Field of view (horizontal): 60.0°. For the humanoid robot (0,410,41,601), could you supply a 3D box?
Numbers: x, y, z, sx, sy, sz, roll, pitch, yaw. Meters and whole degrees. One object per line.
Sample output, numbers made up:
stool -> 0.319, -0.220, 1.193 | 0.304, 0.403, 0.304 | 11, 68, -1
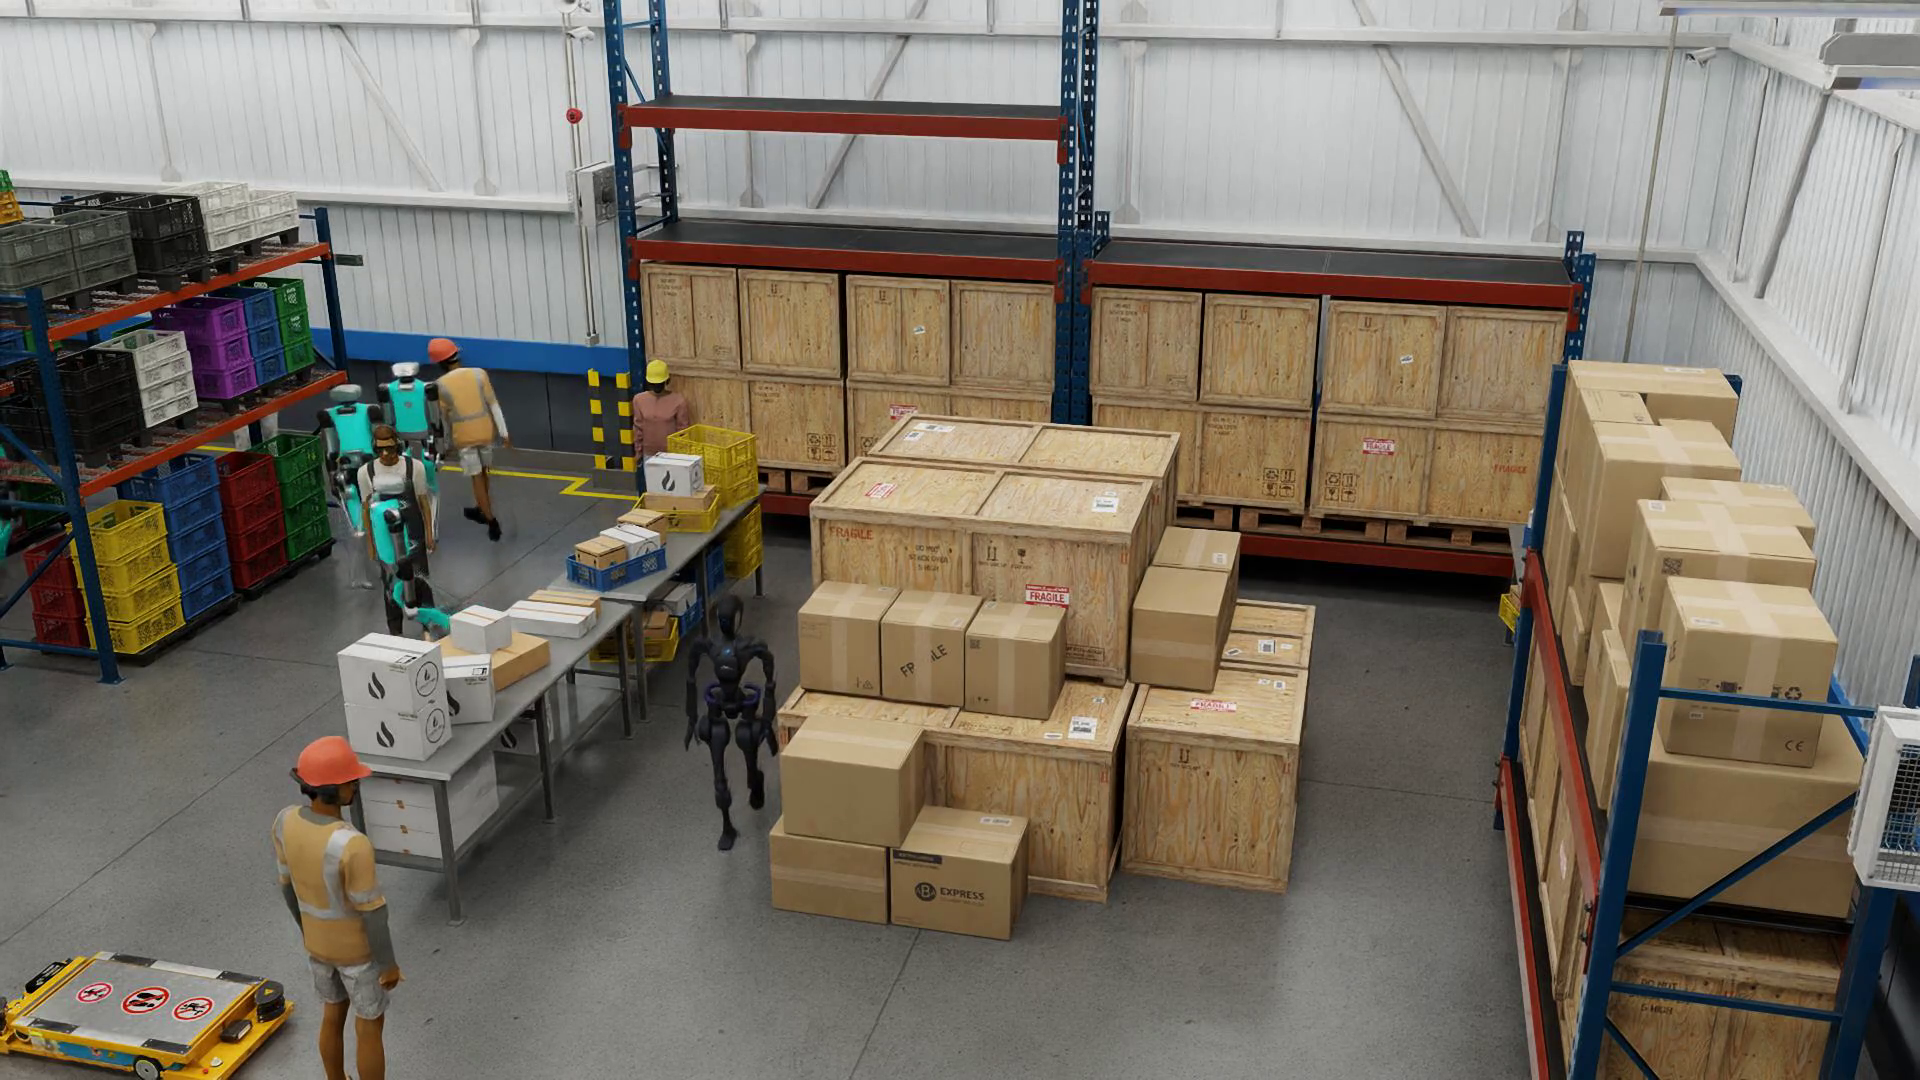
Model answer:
humanoid robot -> -8.010, -0.213, 13.591 | 0.542, 1.798, 0.810 | 9, 23, 23

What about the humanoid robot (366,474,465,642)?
humanoid robot -> -3.812, 0.325, 12.208 | 0.891, 1.814, 0.547 | -14, 25, -32

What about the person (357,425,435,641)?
person -> -4.350, -0.022, 12.914 | 0.506, 1.839, 0.337 | -7, 22, -19

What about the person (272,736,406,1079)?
person -> -2.840, 1.845, 7.740 | 0.613, 2.039, 0.381 | 12, 24, 29

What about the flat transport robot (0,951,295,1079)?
flat transport robot -> -4.270, 2.464, 8.601 | 1.431, 0.231, 0.659 | 5, 22, 13

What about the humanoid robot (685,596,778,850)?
humanoid robot -> -1.410, 1.065, 10.296 | 0.588, 1.633, 0.581 | 0, 21, 1

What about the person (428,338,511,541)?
person -> -4.520, -0.957, 15.300 | 0.627, 1.873, 0.836 | -15, 26, -35

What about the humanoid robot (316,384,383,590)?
humanoid robot -> -5.070, -0.376, 13.977 | 0.564, 1.734, 0.948 | -5, 21, -12

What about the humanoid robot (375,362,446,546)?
humanoid robot -> -4.971, -0.851, 15.257 | 0.542, 1.751, 0.985 | -4, 21, -11

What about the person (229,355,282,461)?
person -> -7.038, -1.417, 16.573 | 0.432, 1.833, 0.626 | 16, 26, 35

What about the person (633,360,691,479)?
person -> -2.679, -0.772, 14.982 | 0.523, 1.761, 0.336 | 2, 21, 6
